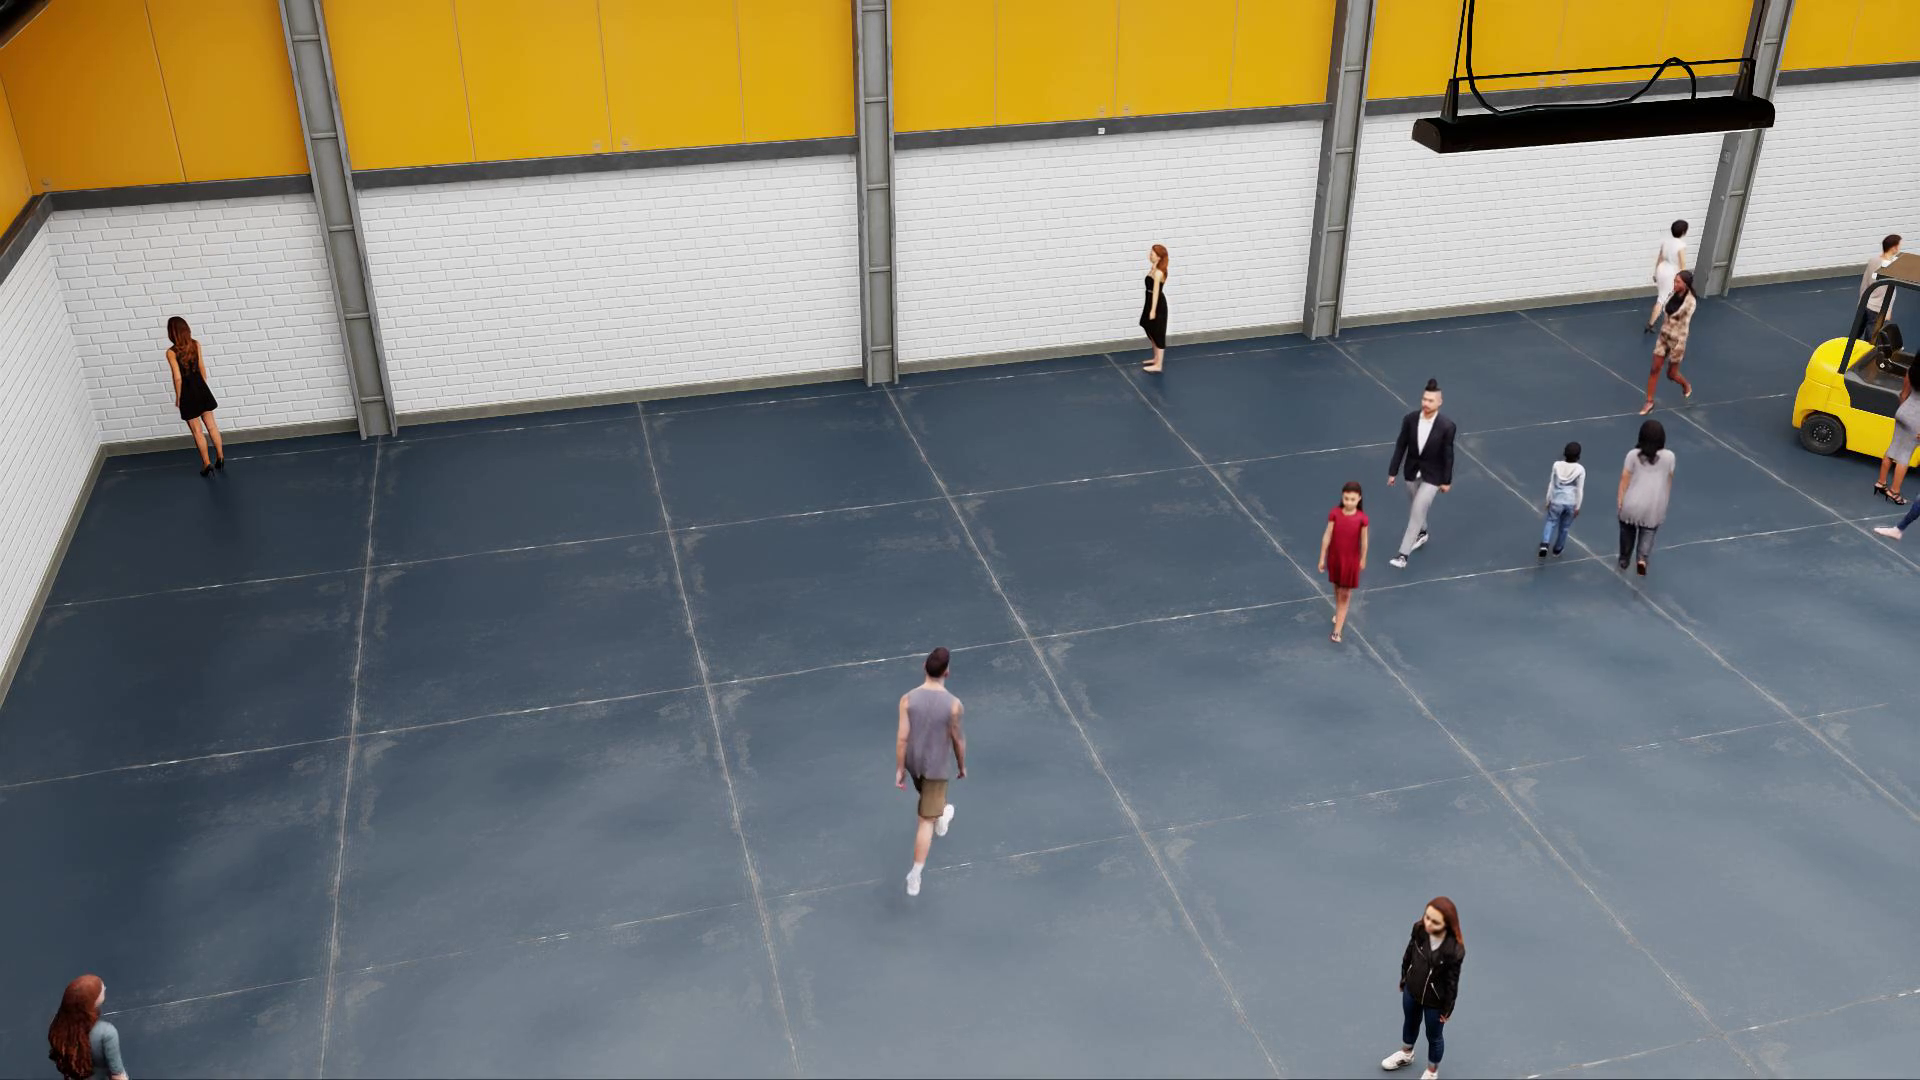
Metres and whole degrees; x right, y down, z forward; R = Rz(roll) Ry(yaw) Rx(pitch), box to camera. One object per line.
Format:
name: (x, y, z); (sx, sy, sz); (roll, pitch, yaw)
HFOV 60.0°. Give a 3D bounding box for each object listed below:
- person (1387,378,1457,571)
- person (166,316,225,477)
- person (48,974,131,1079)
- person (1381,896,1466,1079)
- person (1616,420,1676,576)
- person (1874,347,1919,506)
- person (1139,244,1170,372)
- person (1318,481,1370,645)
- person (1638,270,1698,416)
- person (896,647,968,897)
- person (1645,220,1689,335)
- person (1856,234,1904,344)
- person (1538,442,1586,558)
person: (4.611, -0.692, 16.428); (1.146, 1.896, 1.330); (23, 36, 36)
person: (-8.331, -1.560, 18.083); (0.719, 1.834, 0.662); (15, 32, 25)
person: (-4.896, 3.245, 9.408); (1.206, 1.706, 0.989); (2, 29, 3)
person: (2.944, 2.815, 10.431); (0.608, 1.481, 0.618); (-20, 35, -32)
person: (6.640, -0.369, 16.153); (0.854, 1.593, 0.898); (8, 30, 14)
person: (10.016, -1.239, 17.550); (0.583, 1.781, 0.620); (-2, 29, -3)
person: (2.463, -2.908, 20.775); (0.634, 1.622, 0.618); (0, 29, 0)
person: (3.550, 0.132, 15.310); (0.992, 1.519, 1.004); (12, 31, 21)
person: (8.404, -2.297, 19.498); (1.019, 1.774, 0.692); (-12, 31, -21)
person: (-0.269, 1.704, 11.939); (1.269, 1.765, 1.145); (6, 29, 10)
person: (9.233, -3.426, 21.825); (0.911, 1.528, 0.637); (-12, 31, -20)
person: (11.205, -2.851, 20.417); (0.526, 1.865, 0.647); (-7, 29, -13)
person: (5.977, -0.368, 16.508); (0.693, 1.250, 0.757); (16, 33, 27)
